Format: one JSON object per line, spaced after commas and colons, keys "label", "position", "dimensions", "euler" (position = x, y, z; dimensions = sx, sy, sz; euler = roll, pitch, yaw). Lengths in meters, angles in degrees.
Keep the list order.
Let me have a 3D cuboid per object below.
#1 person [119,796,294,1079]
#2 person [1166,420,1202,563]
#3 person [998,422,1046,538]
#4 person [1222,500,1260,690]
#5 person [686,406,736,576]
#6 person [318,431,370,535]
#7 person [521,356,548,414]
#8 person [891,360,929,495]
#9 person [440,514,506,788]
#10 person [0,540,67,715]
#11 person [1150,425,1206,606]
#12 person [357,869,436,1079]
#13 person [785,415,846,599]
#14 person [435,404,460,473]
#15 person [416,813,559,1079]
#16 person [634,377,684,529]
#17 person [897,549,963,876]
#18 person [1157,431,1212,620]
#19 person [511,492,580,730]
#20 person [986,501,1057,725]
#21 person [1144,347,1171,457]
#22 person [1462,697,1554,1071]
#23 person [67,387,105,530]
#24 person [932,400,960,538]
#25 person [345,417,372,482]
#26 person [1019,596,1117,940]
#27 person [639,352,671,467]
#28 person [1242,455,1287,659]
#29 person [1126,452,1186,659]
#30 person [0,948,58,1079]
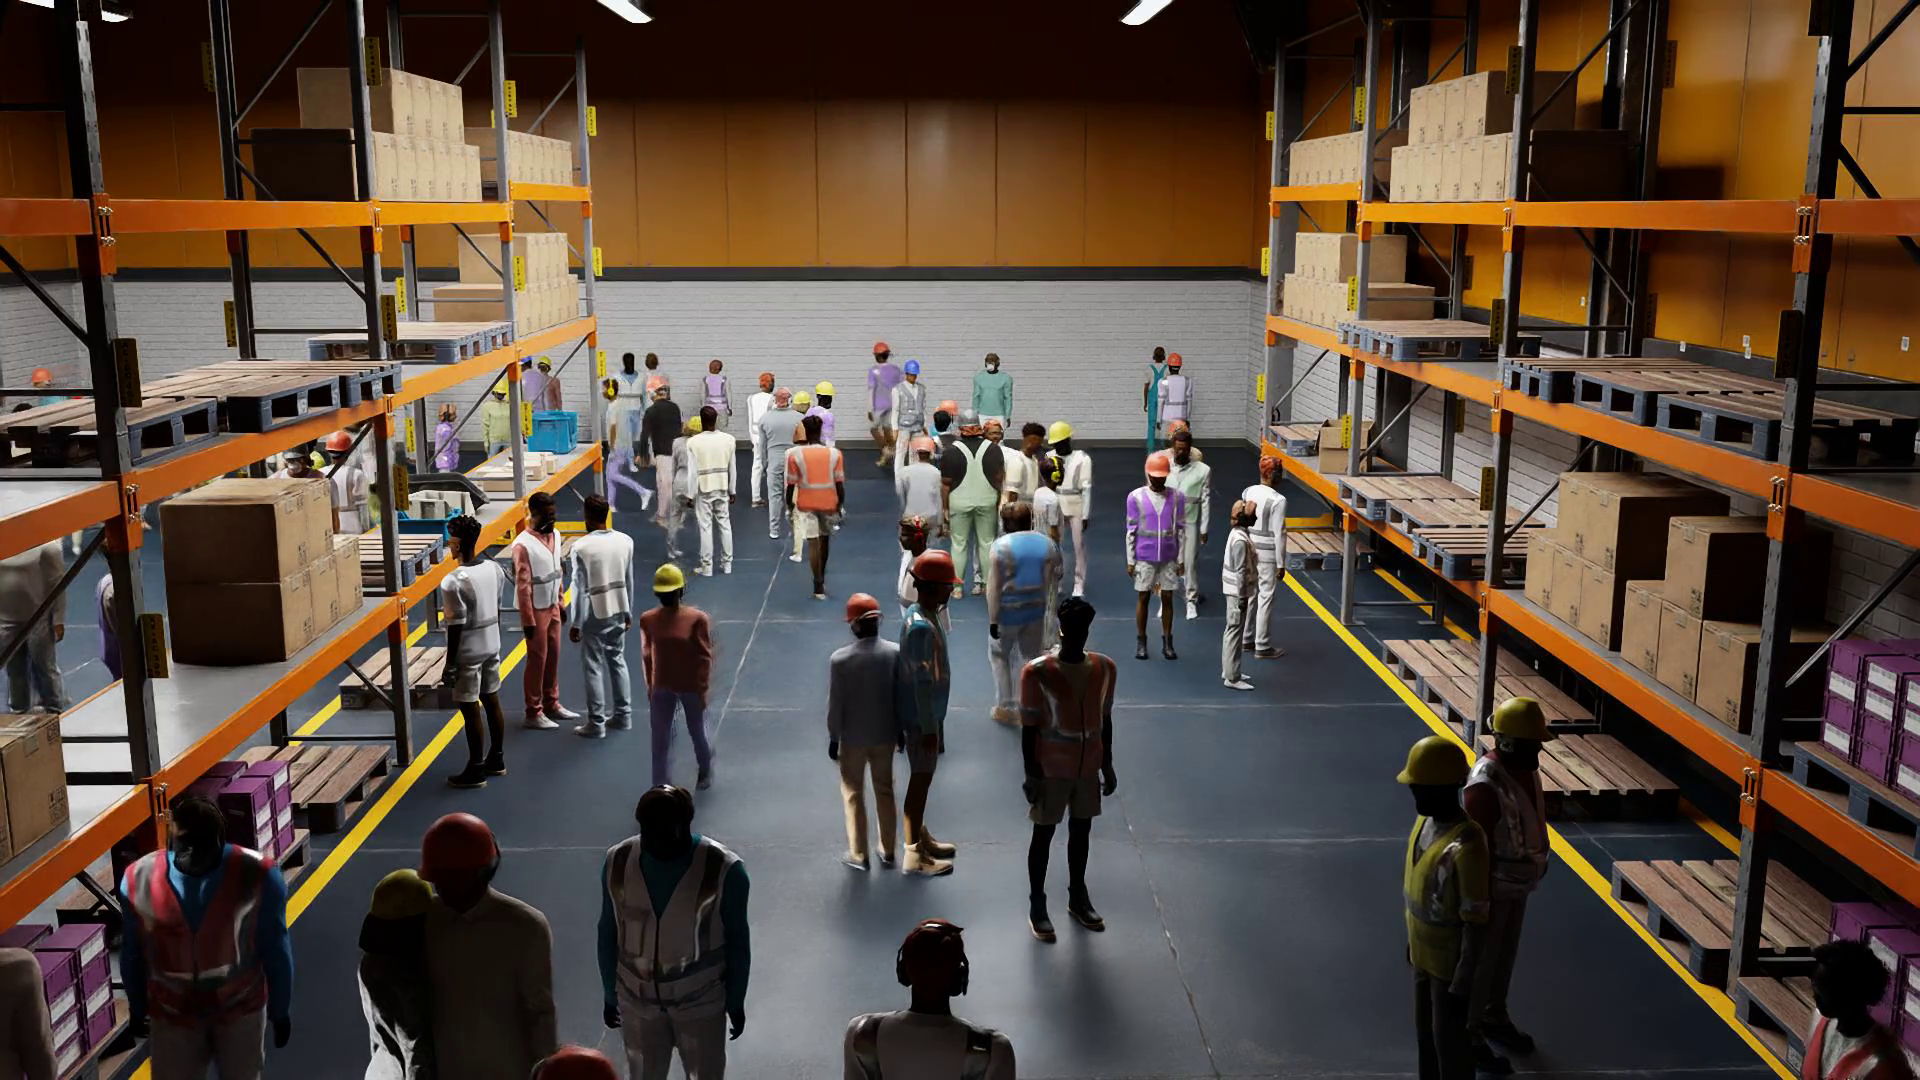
{"label": "person", "position": [-3.028, 1.890, 6.724], "dimensions": [0.654, 1.817, 0.471], "euler": [-3, 12, -17]}
{"label": "person", "position": [2.468, -0.492, 18.847], "dimensions": [0.568, 1.743, 0.359], "euler": [-6, 13, -26]}
{"label": "person", "position": [0.654, -0.252, 17.214], "dimensions": [0.614, 1.923, 0.690], "euler": [6, 13, 29]}
{"label": "person", "position": [2.411, 0.462, 14.327], "dimensions": [0.310, 1.638, 0.522], "euler": [1, 11, 6]}
{"label": "person", "position": [-2.788, -0.552, 18.710], "dimensions": [0.599, 1.916, 0.377], "euler": [-7, 14, -33]}
{"label": "person", "position": [-6.079, -0.109, 16.434], "dimensions": [0.543, 1.940, 0.361], "euler": [1, 11, 4]}
{"label": "person", "position": [-6.701, -1.968, 25.826], "dimensions": [0.507, 1.913, 0.623], "euler": [9, 14, 37]}
{"label": "person", "position": [-0.716, -1.633, 24.062], "dimensions": [0.614, 1.942, 0.406], "euler": [-8, 14, -36]}
{"label": "person", "position": [-3.483, 0.788, 11.869], "dimensions": [0.367, 1.966, 0.607], "euler": [4, 12, 18]}
{"label": "person", "position": [-7.192, 0.616, 12.805], "dimensions": [0.629, 1.937, 0.376], "euler": [0, 11, -1]}
{"label": "person", "position": [2.259, -0.262, 17.336], "dimensions": [0.629, 1.876, 1.020], "euler": [-3, 12, -15]}
{"label": "person", "position": [-2.024, 2.050, 6.138], "dimensions": [0.323, 1.735, 0.493], "euler": [-8, 14, -34]}
{"label": "person", "position": [-1.570, -0.381, 17.820], "dimensions": [0.621, 1.918, 1.005], "euler": [-3, 12, -16]}
{"label": "person", "position": [-6.570, -0.935, 21.357], "dimensions": [0.319, 1.631, 0.524], "euler": [-5, 12, -24]}
{"label": "person", "position": [-1.761, 1.935, 6.080], "dimensions": [0.618, 1.986, 0.408], "euler": [3, 12, 15]}
{"label": "person", "position": [-3.881, -1.125, 21.466], "dimensions": [0.780, 1.949, 0.644], "euler": [5, 13, 25]}
{"label": "person", "position": [-0.185, 1.061, 10.339], "dimensions": [0.407, 2.035, 0.609], "euler": [0, 11, 2]}
{"label": "person", "position": [2.229, -0.158, 16.759], "dimensions": [0.593, 1.911, 0.385], "euler": [3, 12, 17]}
{"label": "person", "position": [-3.326, 0.555, 13.200], "dimensions": [0.410, 1.908, 0.598], "euler": [3, 12, 15]}
{"label": "person", "position": [0.449, 0.591, 13.191], "dimensions": [0.652, 1.825, 0.581], "euler": [-5, 12, -24]}
{"label": "person", "position": [3.290, -2.281, 27.562], "dimensions": [0.507, 1.846, 0.345], "euler": [1, 11, 5]}
{"label": "person", "position": [2.615, 1.630, 8.011], "dimensions": [0.403, 1.823, 0.596], "euler": [9, 15, 39]}
{"label": "person", "position": [-11.310, -1.038, 21.348], "dimensions": [0.563, 1.837, 0.389], "euler": [5, 12, 25]}
{"label": "person", "position": [-0.173, -0.896, 20.879], "dimensions": [0.354, 1.738, 0.577], "euler": [-3, 12, -14]}
{"label": "person", "position": [-7.291, -0.742, 20.178], "dimensions": [0.362, 1.710, 0.534], "euler": [11, 15, 43]}
{"label": "person", "position": [0.619, 1.273, 9.441], "dimensions": [0.608, 1.963, 0.374], "euler": [-5, 12, -23]}
{"label": "person", "position": [-4.905, -2.083, 26.586], "dimensions": [0.542, 1.837, 0.394], "euler": [-5, 12, -25]}
{"label": "person", "position": [2.794, 0.154, 15.290], "dimensions": [0.350, 1.878, 0.568], "euler": [-6, 13, -28]}
{"label": "person", "position": [1.791, 0.149, 15.190], "dimensions": [0.548, 1.925, 0.392], "euler": [-1, 11, -4]}
{"label": "person", "position": [-3.396, 2.015, 5.655], "dimensions": [0.613, 1.991, 0.392], "euler": [-7, 13, -31]}
